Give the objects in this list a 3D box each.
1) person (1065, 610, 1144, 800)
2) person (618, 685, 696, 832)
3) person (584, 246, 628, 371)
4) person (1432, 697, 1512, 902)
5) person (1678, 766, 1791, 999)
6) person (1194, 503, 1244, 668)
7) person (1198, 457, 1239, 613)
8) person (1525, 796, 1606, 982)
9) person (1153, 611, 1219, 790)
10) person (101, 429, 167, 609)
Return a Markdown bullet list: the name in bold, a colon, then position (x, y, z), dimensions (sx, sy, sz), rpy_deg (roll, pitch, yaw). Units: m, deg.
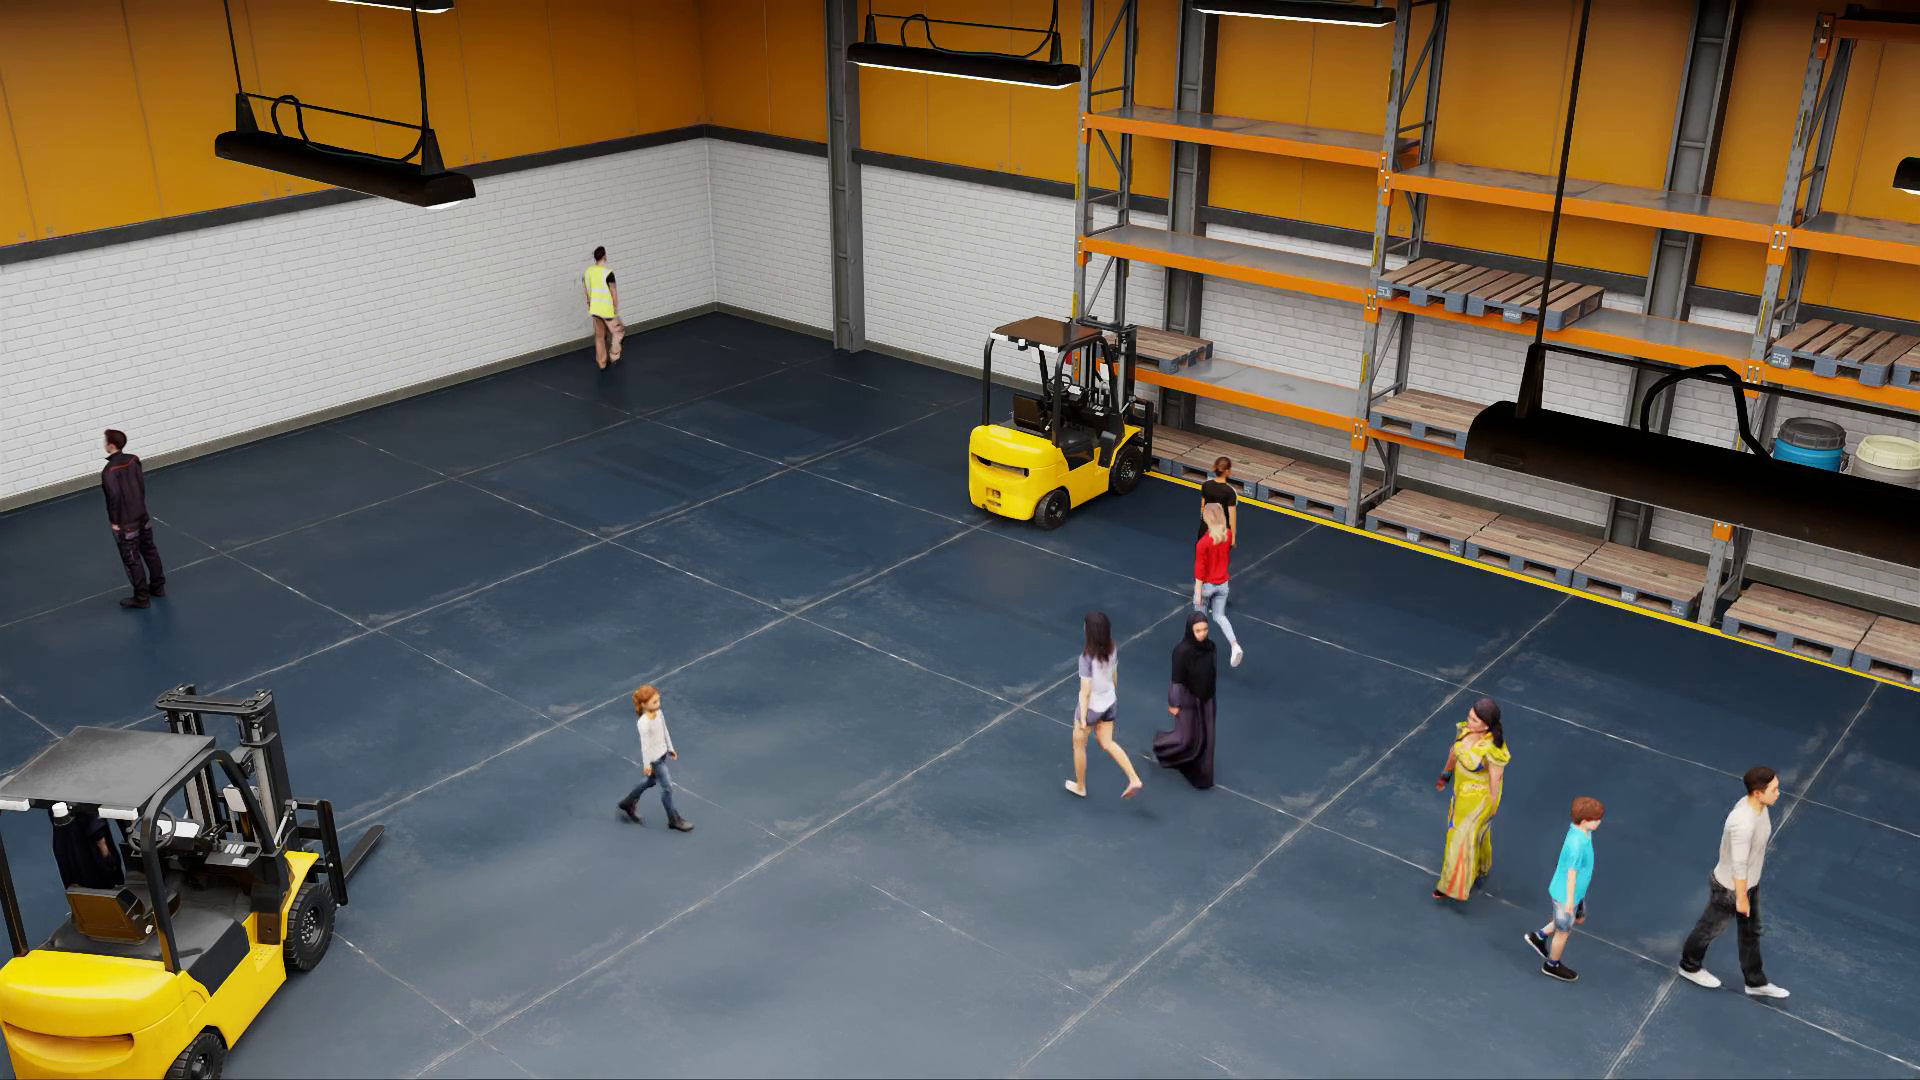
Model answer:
- **person**: position (1.185, 1.409, 13.630), dimensions (0.970, 1.709, 0.649), rpy_deg (19, 30, 37)
- **person**: position (-2.508, 1.743, 13.381), dimensions (0.944, 1.296, 0.743), rpy_deg (4, 24, 10)
- **person**: position (-5.263, -3.373, 24.418), dimensions (0.786, 1.831, 0.886), rpy_deg (9, 25, 19)
- **person**: position (3.965, 1.904, 12.584), dimensions (1.092, 1.640, 1.029), rpy_deg (-5, 24, -12)
- **person**: position (5.242, 2.317, 11.451), dimensions (0.912, 1.792, 0.667), rpy_deg (19, 30, 37)
- **person**: position (2.450, 0.466, 15.811), dimensions (0.787, 1.691, 1.024), rpy_deg (-16, 28, -32)
- **person**: position (2.618, -0.069, 17.063), dimensions (0.467, 1.668, 0.647), rpy_deg (21, 31, 39)
- **person**: position (4.211, 2.411, 11.676), dimensions (0.686, 1.438, 0.615), rpy_deg (11, 26, 24)
- **person**: position (1.925, 1.303, 14.010), dimensions (0.770, 1.599, 0.939), rpy_deg (-15, 28, -30)
- **person**: position (-8.571, -0.246, 17.152), dimensions (0.771, 1.921, 0.779), rpy_deg (5, 24, 10)
